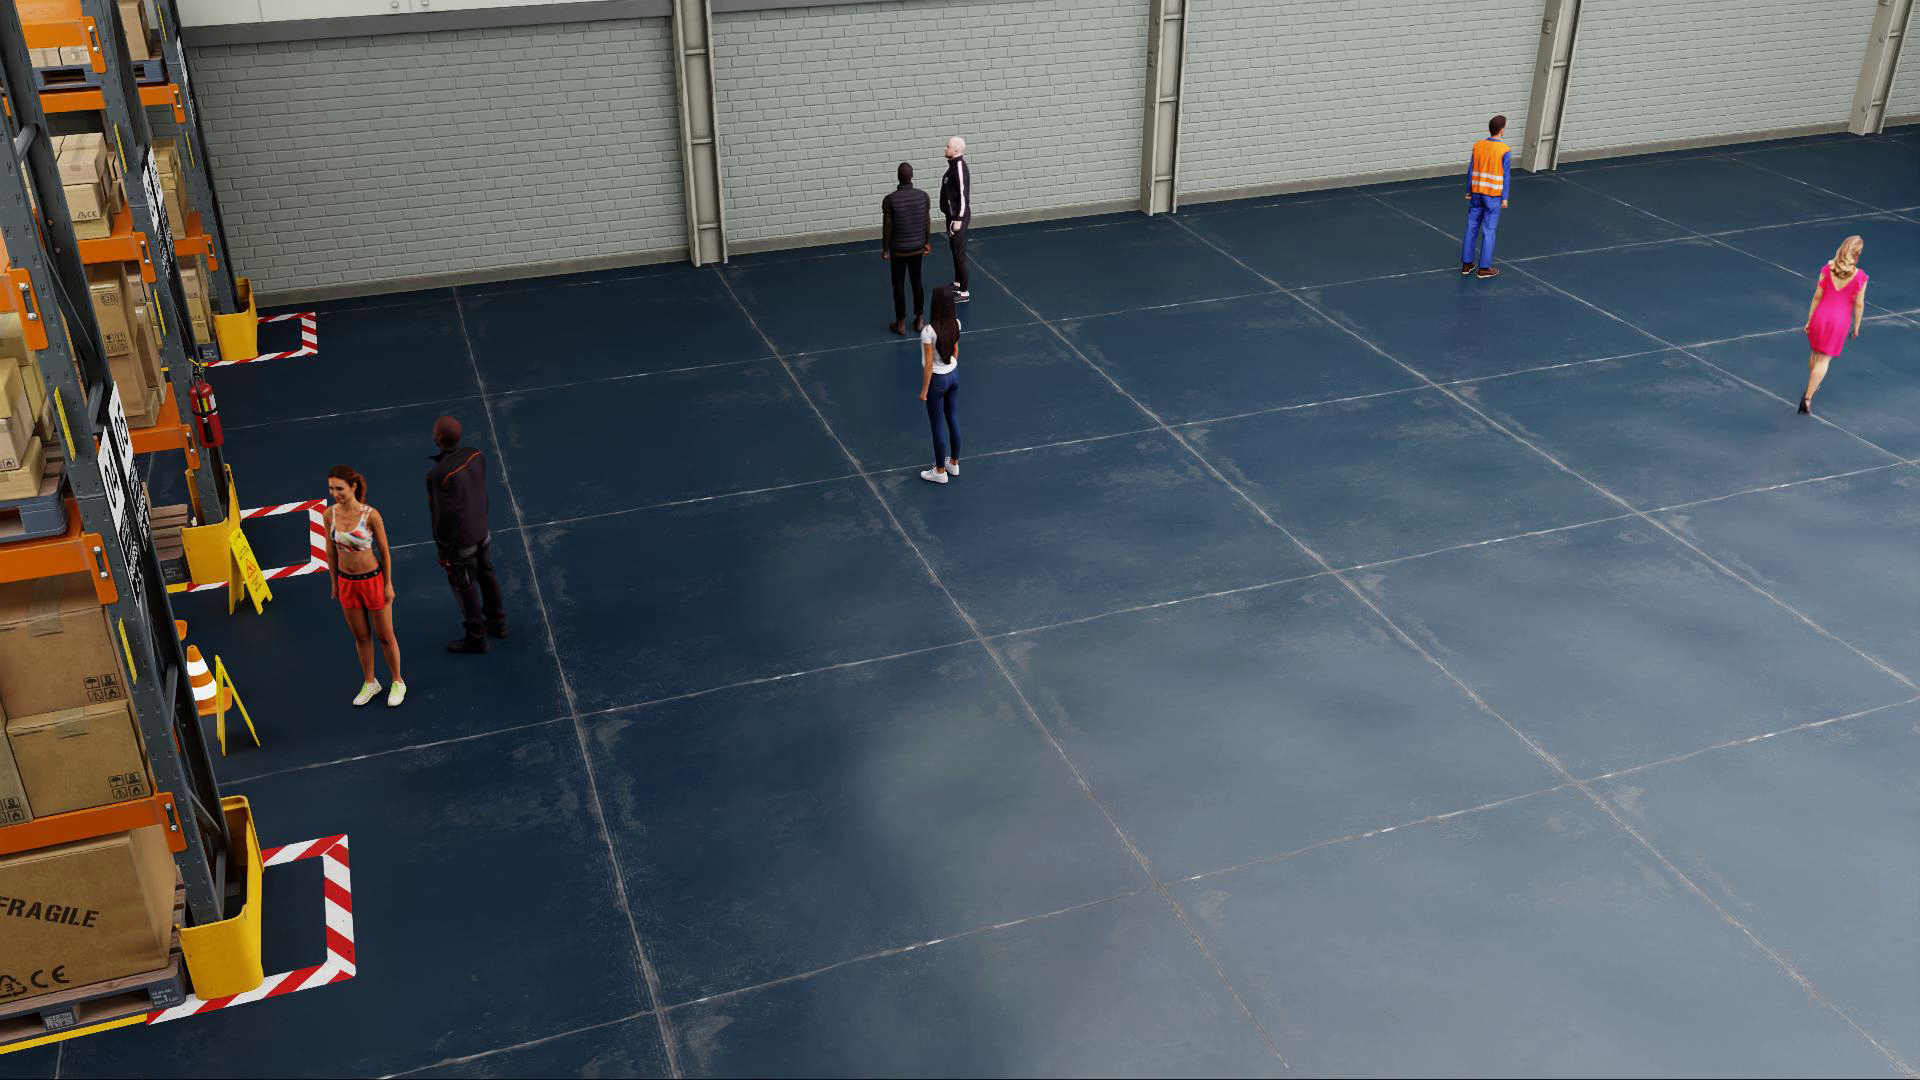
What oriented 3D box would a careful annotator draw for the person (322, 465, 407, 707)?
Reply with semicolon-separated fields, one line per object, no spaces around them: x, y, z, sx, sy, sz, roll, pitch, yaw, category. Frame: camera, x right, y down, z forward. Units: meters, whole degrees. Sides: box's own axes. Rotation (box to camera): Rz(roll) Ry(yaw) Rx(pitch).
-4.042;0.306;11.281;0.618;1.791;0.726;2;28;4;person

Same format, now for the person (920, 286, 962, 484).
-0.147;-1.352;14.410;0.725;1.775;0.613;22;35;35;person

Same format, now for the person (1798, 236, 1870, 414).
8.190;-2.005;15.718;0.829;1.698;1.010;24;36;37;person

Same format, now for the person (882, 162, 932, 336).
-0.571;-3.096;17.620;0.498;1.836;0.765;-11;30;-20;person

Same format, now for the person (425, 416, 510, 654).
-3.541;-0.046;11.906;0.840;1.825;0.795;11;30;19;person

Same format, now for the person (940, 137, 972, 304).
-0.024;-3.579;18.527;0.645;1.837;0.714;-4;28;-7;person

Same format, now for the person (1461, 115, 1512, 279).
6.102;-3.989;19.267;0.747;1.863;0.775;-23;35;-36;person
